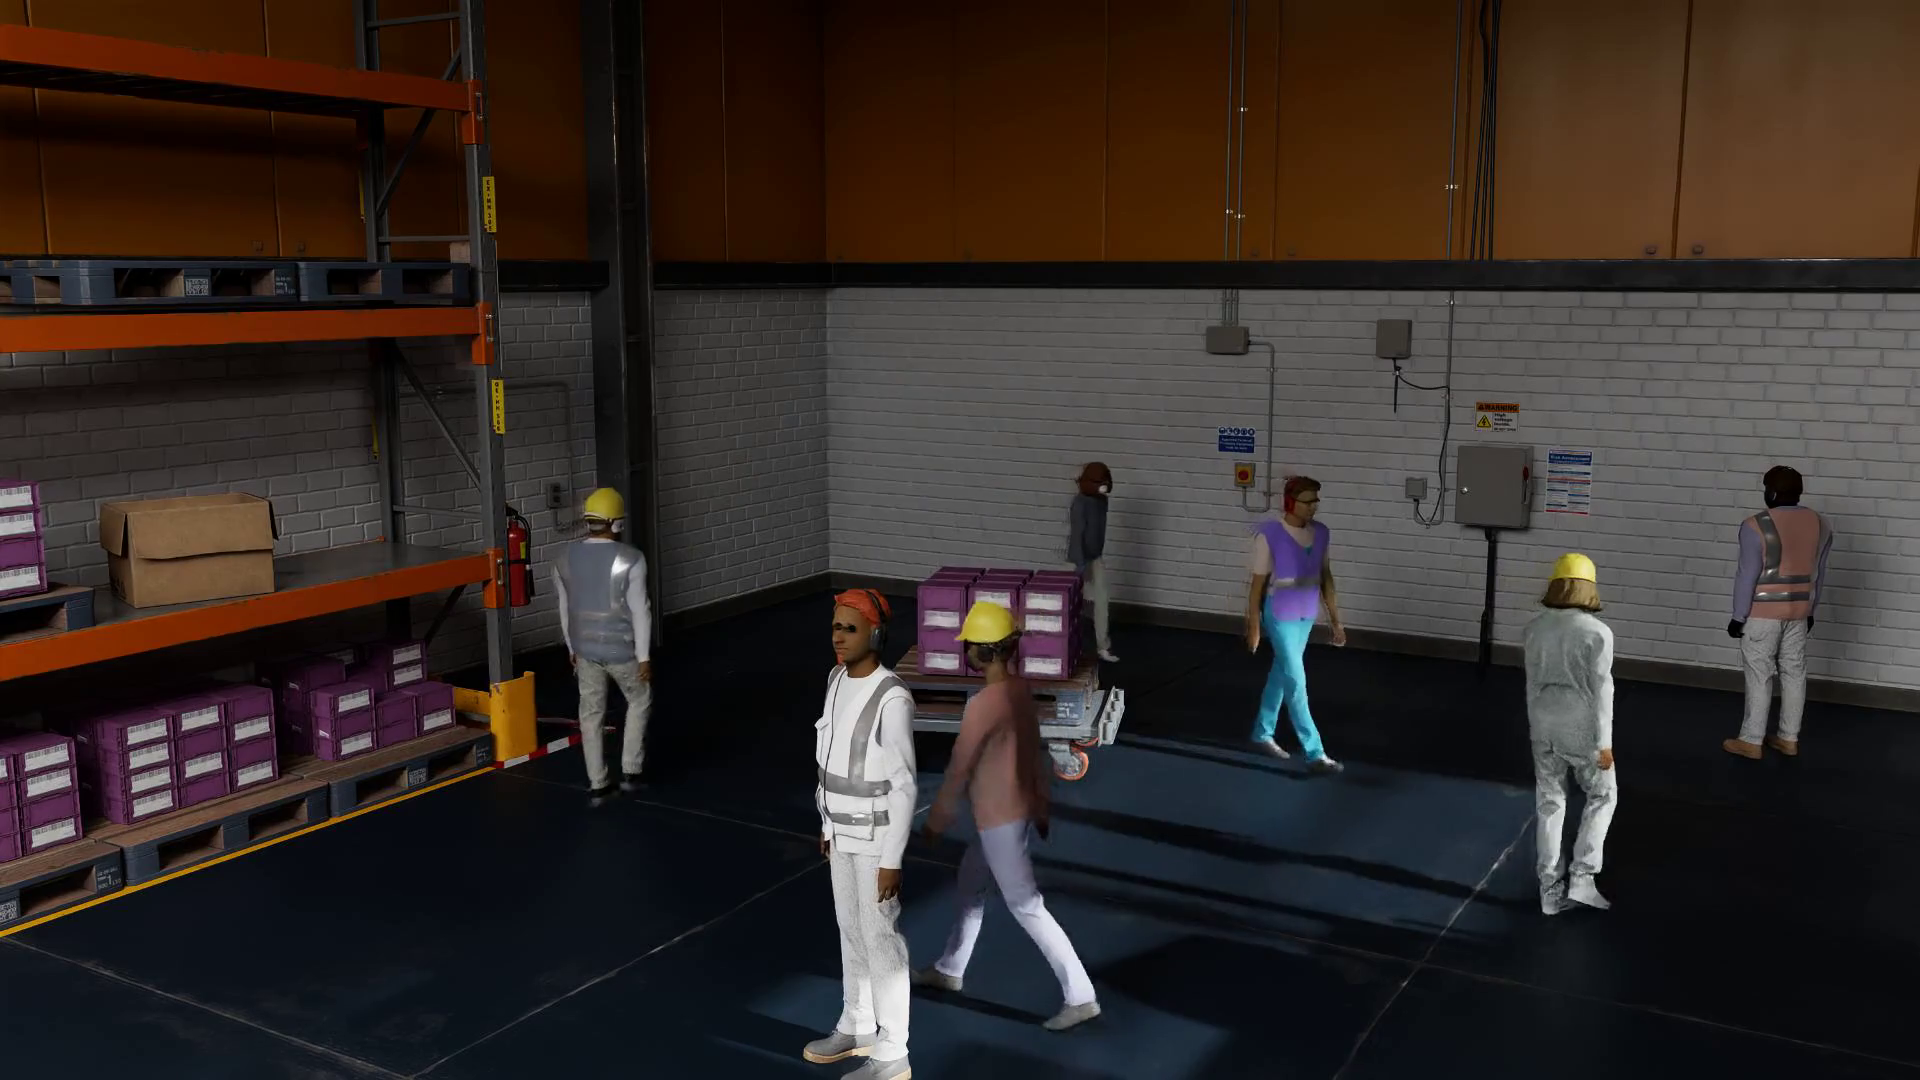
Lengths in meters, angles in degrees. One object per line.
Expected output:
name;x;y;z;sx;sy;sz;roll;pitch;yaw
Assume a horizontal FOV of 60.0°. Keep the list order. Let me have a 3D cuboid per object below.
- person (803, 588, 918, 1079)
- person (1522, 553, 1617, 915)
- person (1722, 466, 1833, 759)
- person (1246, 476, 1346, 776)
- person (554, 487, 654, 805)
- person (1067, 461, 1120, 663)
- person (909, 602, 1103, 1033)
person;-0.367;1.106;6.202;0.345;1.883;0.584;-5;10;-29
person;2.895;0.923;7.904;0.459;1.697;0.537;-7;12;-38
person;5.088;0.453;10.418;0.623;1.844;0.429;-2;9;-14
person;2.095;0.518;10.110;0.587;1.798;0.926;-7;11;-36
person;-1.995;0.595;9.596;0.626;1.812;0.570;3;10;17
person;0.939;0.151;13.075;0.687;1.589;0.506;8;12;42
person;0.197;1.107;6.732;0.921;1.717;0.528;3;10;20
